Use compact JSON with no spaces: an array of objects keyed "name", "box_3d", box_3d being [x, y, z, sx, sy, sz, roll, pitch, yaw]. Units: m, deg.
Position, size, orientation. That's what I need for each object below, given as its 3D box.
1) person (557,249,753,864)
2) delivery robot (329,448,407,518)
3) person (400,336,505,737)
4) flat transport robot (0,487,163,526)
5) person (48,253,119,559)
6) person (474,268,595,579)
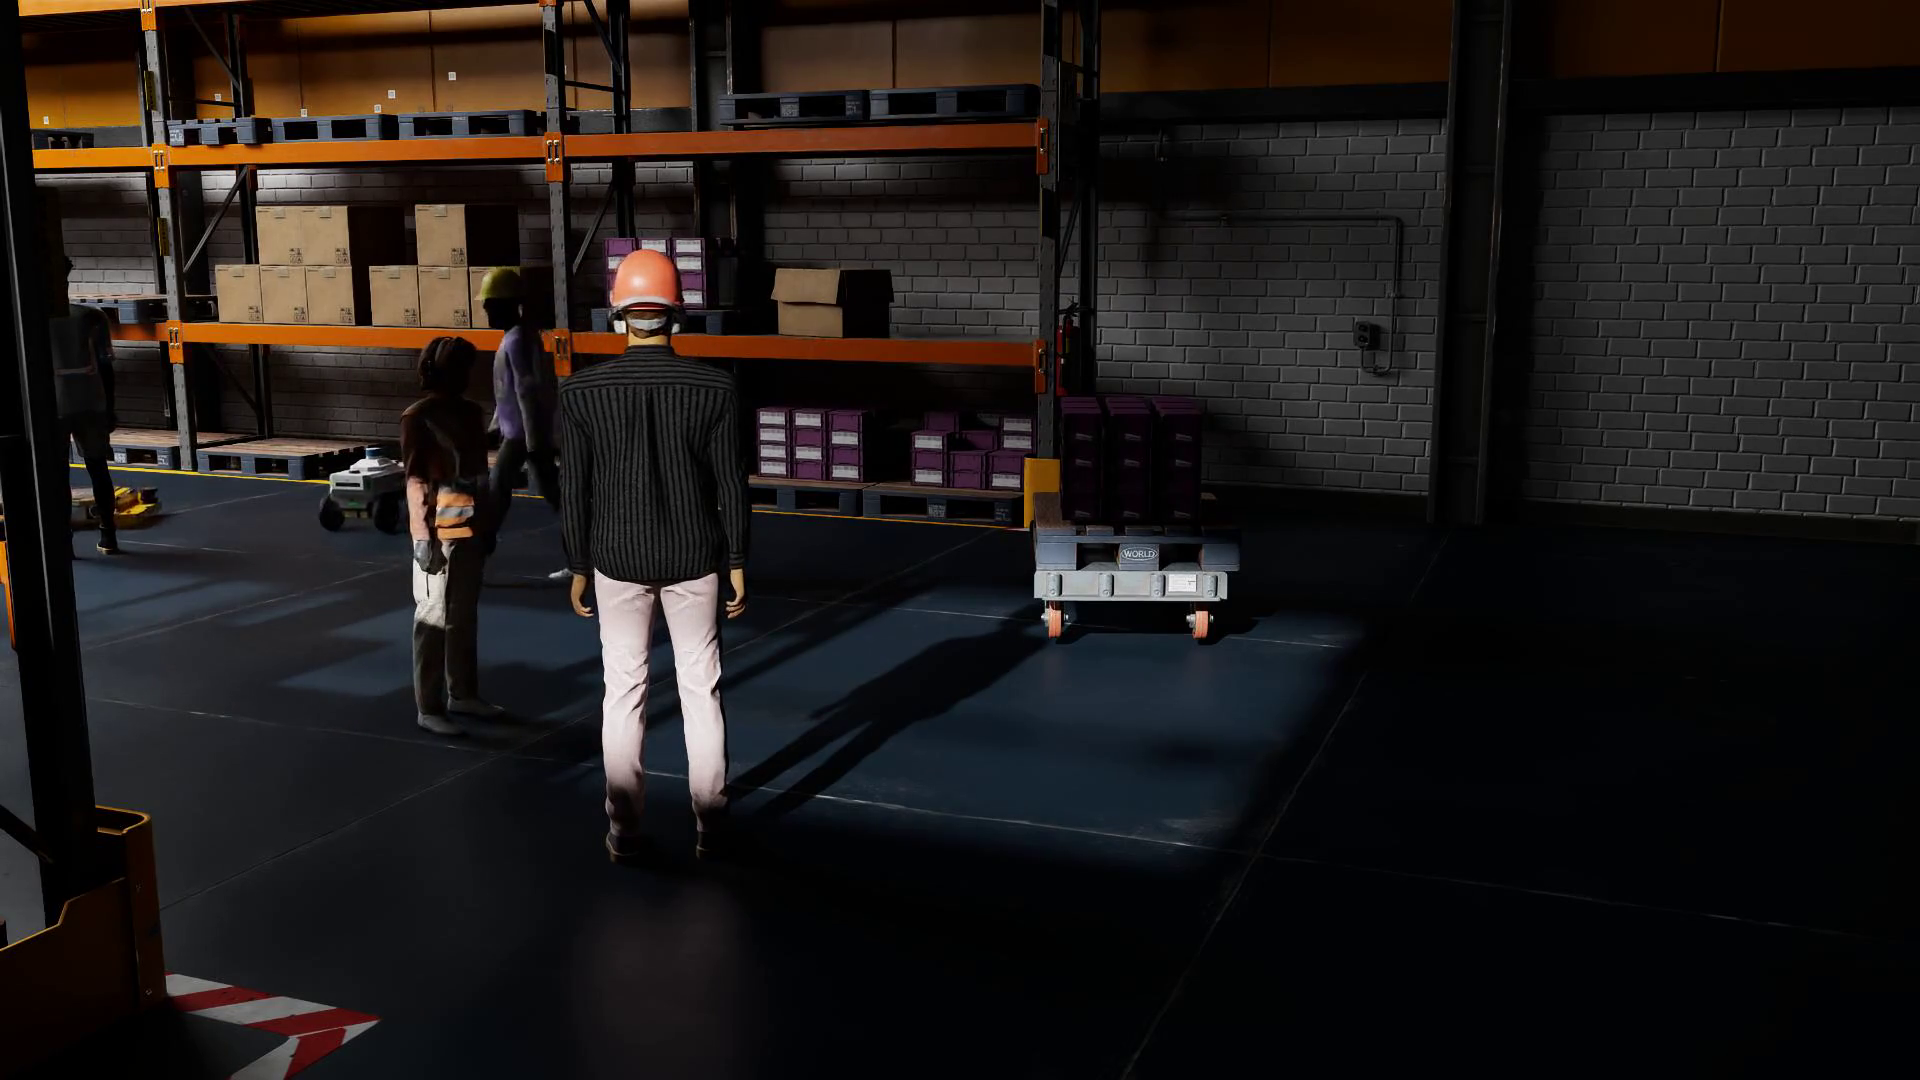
[{"name":"person","box_3d":[-0.979,0.069,5.406,0.613,1.994,0.381,-1,10,-6]},{"name":"delivery robot","box_3d":[-4.167,-0.414,11.843,0.477,0.478,0.707,2,10,11]},{"name":"person","box_3d":[-2.111,-0.023,6.907,0.310,1.638,0.523,3,11,16]},{"name":"flat transport robot","box_3d":[-6.554,-0.231,11.877,1.431,0.197,0.652,-2,10,-11]},{"name":"person","box_3d":[-5.699,-0.854,10.620,0.600,1.967,0.368,-10,14,-44]},{"name":"person","box_3d":[-2.635,-0.656,9.805,1.022,1.864,0.596,-1,10,-8]}]
